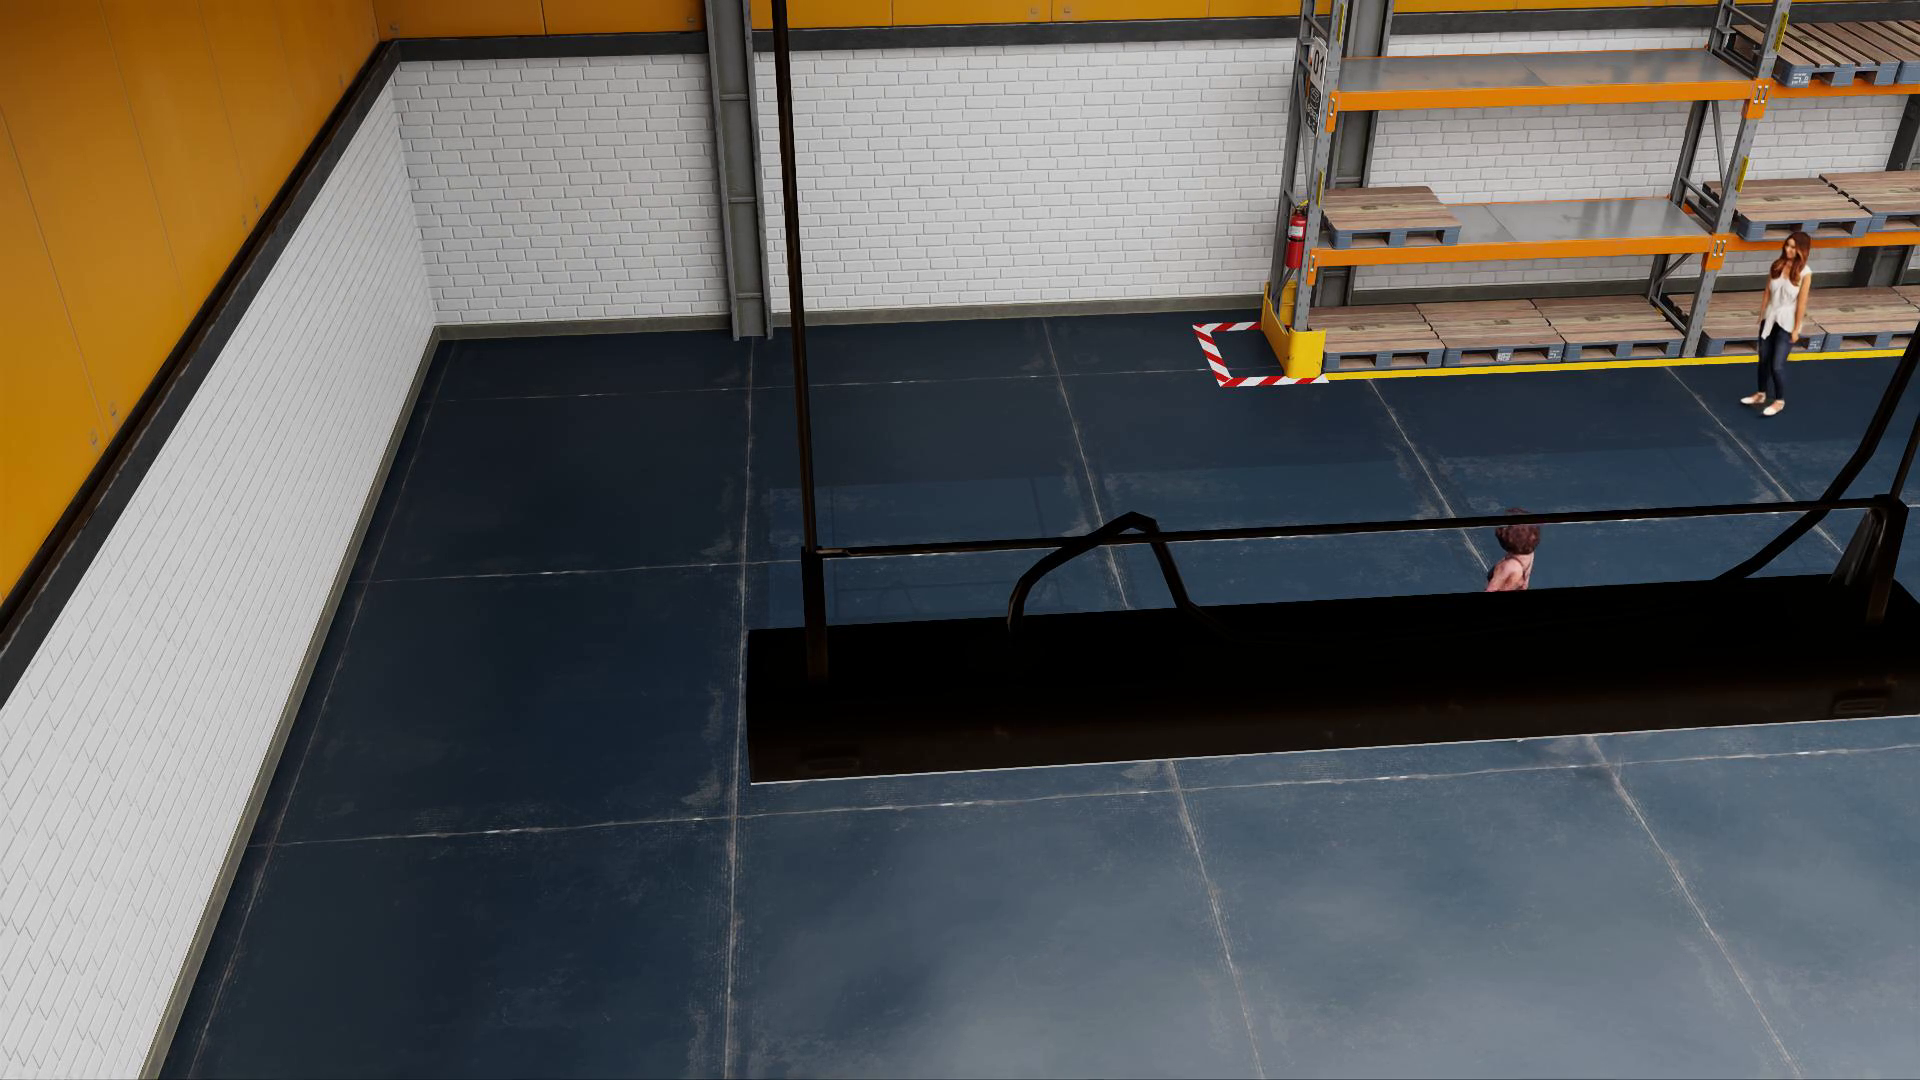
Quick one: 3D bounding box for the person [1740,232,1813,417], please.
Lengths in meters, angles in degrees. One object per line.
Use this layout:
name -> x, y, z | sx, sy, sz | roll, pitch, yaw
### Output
person -> 7.536, -1.982, 15.219 | 0.697, 1.769, 0.690 | -16, 37, -23
